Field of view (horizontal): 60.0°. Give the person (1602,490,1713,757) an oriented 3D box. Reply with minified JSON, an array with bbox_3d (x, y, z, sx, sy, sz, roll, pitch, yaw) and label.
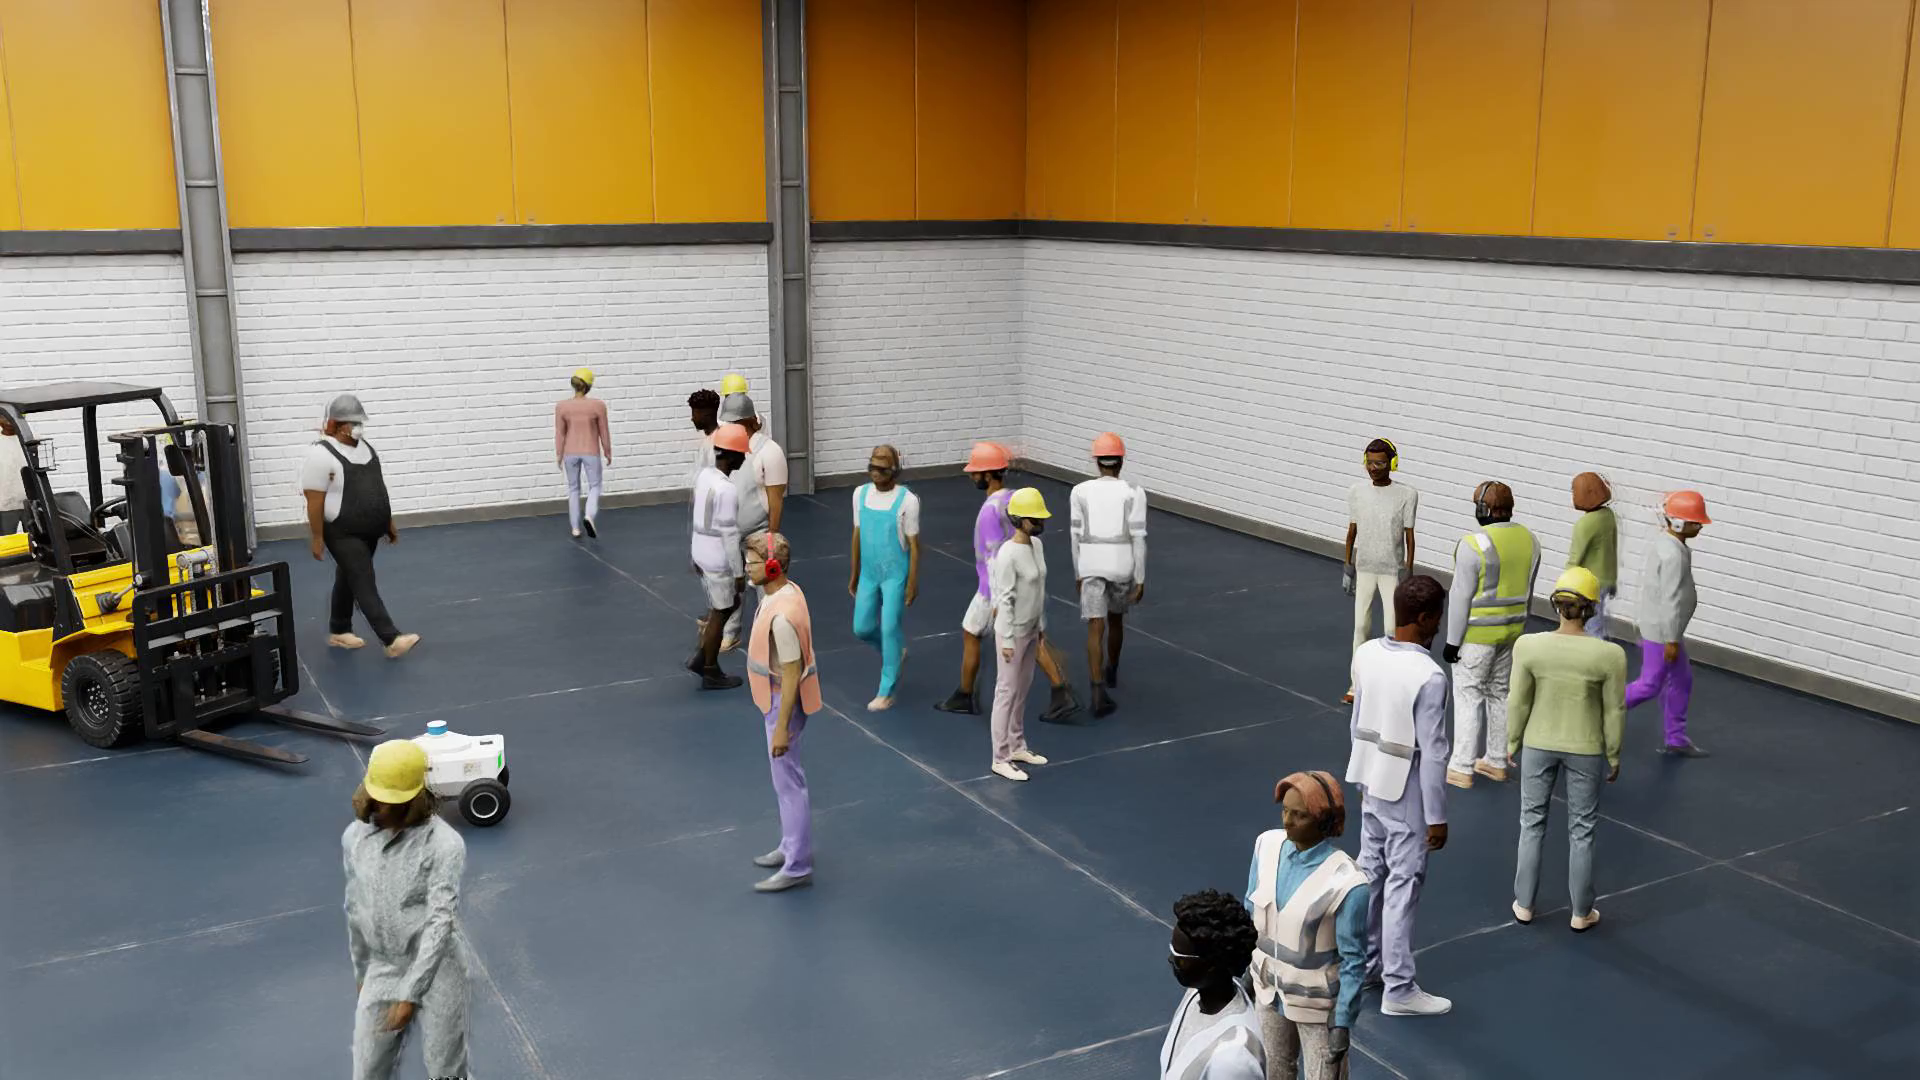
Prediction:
[{"bbox_3d":[4.283,0.523,10.291,0.757,1.725,0.571,5,13,22],"label":"person"}]

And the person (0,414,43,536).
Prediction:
[{"bbox_3d":[-7.671,-0.251,13.560,0.329,1.863,0.518,11,16,42],"label":"person"}]

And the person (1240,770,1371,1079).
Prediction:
[{"bbox_3d":[1.147,1.555,5.614,0.307,1.643,0.514,-9,15,-35],"label":"person"}]

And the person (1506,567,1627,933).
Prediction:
[{"bbox_3d":[2.888,0.997,7.960,0.533,1.758,0.333,6,13,24],"label":"person"}]

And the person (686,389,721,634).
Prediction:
[{"bbox_3d":[-1.958,-0.233,13.276,0.391,1.952,0.613,-4,13,-16],"label":"person"}]

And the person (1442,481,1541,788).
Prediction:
[{"bbox_3d":[3.118,0.558,9.857,0.636,1.830,0.429,-7,14,-30],"label":"person"}]

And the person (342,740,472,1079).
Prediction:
[{"bbox_3d":[-1.918,1.504,5.672,0.501,1.719,0.410,3,12,13],"label":"person"}]

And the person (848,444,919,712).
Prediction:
[{"bbox_3d":[-0.500,0.237,11.343,0.539,1.833,0.527,7,14,29],"label":"person"}]

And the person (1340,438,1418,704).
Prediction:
[{"bbox_3d":[2.851,0.226,11.335,0.509,1.863,0.323,8,14,32],"label":"person"}]

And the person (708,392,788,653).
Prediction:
[{"bbox_3d":[-1.646,-0.119,12.519,0.684,2.000,0.536,7,14,28],"label":"person"}]

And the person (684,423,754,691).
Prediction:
[{"bbox_3d":[-1.650,0.131,11.640,0.444,1.912,0.594,-5,13,-24],"label":"person"}]

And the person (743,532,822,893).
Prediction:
[{"bbox_3d":[-0.884,0.859,8.404,0.373,1.840,0.570,-2,12,-8],"label":"person"}]

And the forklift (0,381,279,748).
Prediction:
[{"bbox_3d":[-5.853,0.085,11.199,2.313,2.155,1.214,7,14,28],"label":"forklift"}]

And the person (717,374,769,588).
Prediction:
[{"bbox_3d":[-1.933,-0.483,14.497,0.594,1.922,0.386,-10,16,-39],"label":"person"}]

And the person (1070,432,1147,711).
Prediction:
[{"bbox_3d":[1.015,0.212,11.434,0.539,1.870,1.016,2,12,8],"label":"person"}]

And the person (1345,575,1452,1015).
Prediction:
[{"bbox_3d":[1.880,1.090,7.157,0.393,1.914,0.587,-4,13,-19],"label":"person"}]

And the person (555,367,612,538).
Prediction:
[{"bbox_3d":[-3.791,-0.852,16.651,0.561,1.740,0.566,0,12,-2],"label":"person"}]

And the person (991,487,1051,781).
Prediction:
[{"bbox_3d":[0.386,0.552,10.021,0.330,1.767,0.528,6,13,25],"label":"person"}]

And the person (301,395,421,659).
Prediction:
[{"bbox_3d":[-4.485,-0.124,12.543,0.984,2.000,0.702,4,13,18],"label":"person"}]

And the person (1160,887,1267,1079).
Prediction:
[{"bbox_3d":[0.685,1.758,4.534,0.317,1.695,0.540,0,12,-1],"label":"person"}]

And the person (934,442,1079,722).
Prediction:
[{"bbox_3d":[0.322,0.289,10.996,1.006,1.895,0.548,6,13,26],"label":"person"}]

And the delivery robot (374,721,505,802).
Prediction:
[{"bbox_3d":[-2.926,1.259,9.344,0.707,0.478,0.477,-3,13,-15],"label":"delivery robot"}]

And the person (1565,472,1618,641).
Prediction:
[{"bbox_3d":[4.273,0.317,11.471,0.688,1.602,0.525,11,16,43],"label":"person"}]
